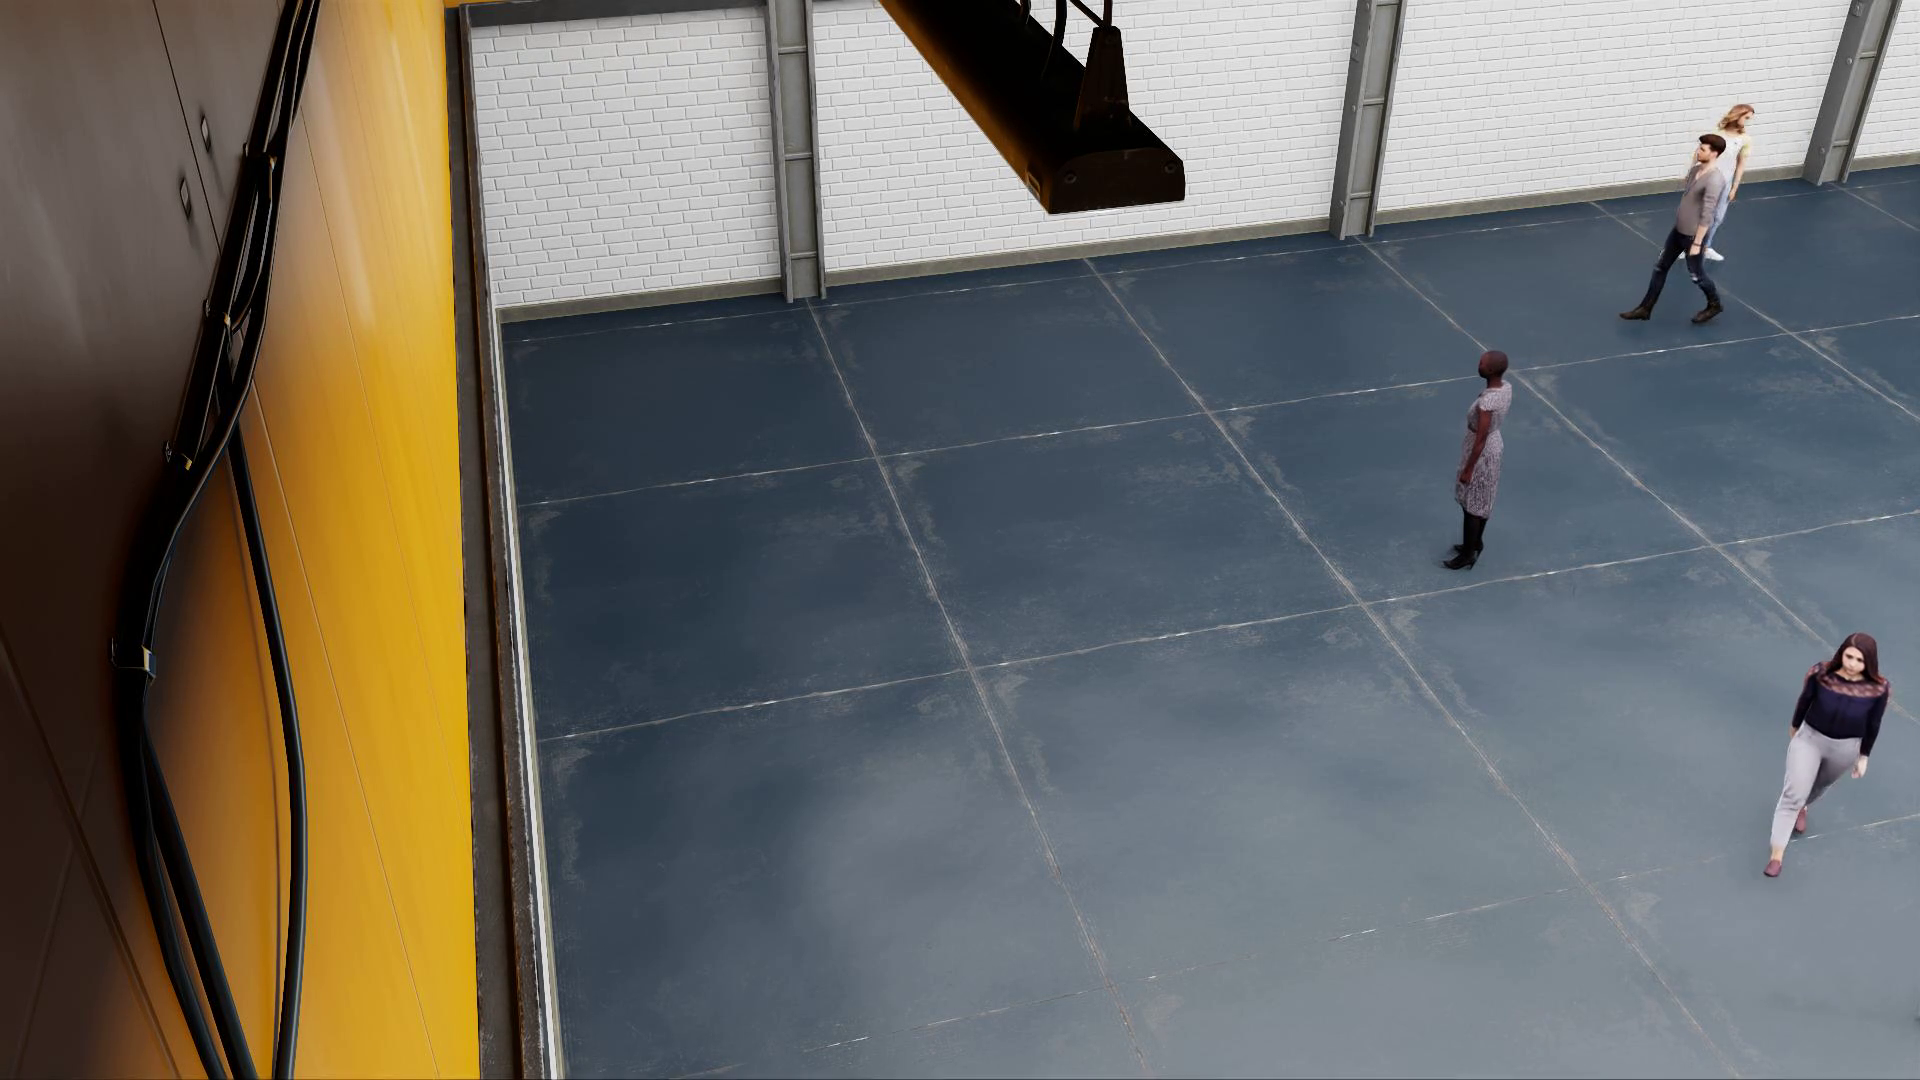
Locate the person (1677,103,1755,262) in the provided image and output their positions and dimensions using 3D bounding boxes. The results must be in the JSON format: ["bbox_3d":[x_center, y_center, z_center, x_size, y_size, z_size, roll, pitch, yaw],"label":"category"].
[{"bbox_3d":[7.612,-3.654,16.953,0.742,1.707,0.848,23,40,30],"label":"person"}]

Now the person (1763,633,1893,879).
[{"bbox_3d":[5.108,1.200,9.788,1.068,1.556,1.092,16,37,22],"label":"person"}]

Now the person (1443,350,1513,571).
[{"bbox_3d":[3.838,-0.583,12.261,0.765,1.788,0.688,21,39,28],"label":"person"}]

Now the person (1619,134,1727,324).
[{"bbox_3d":[6.961,-2.869,15.620,1.271,1.877,0.858,-2,34,-3],"label":"person"}]
